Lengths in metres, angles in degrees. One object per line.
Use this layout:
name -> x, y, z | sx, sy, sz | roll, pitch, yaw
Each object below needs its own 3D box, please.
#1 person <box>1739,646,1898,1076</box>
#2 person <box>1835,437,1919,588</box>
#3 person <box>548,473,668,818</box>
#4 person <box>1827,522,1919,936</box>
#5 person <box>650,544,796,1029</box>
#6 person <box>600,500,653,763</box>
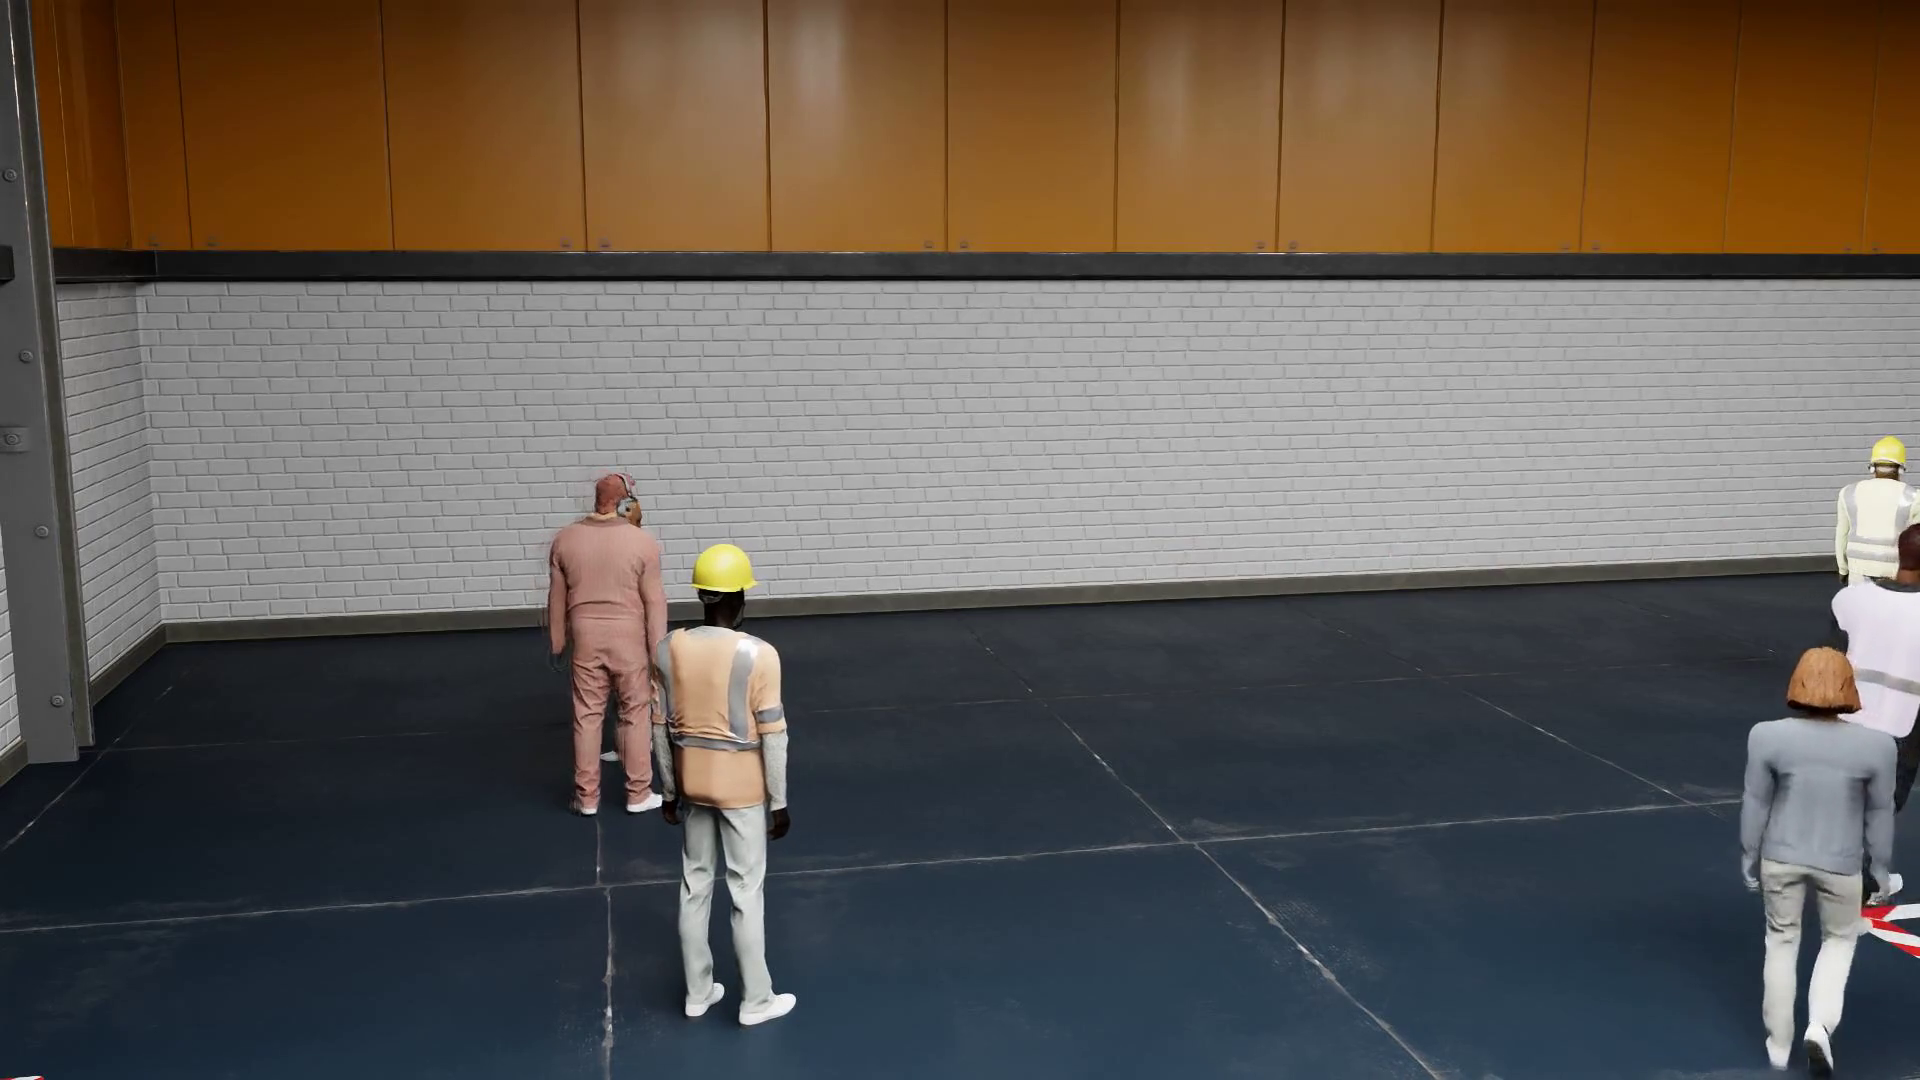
person -> 3.148, 1.199, 6.137 | 0.518, 1.618, 0.422 | 5, 10, 27
person -> 6.441, 0.195, 11.626 | 0.404, 1.831, 0.589 | -9, 13, -44
person -> -1.936, 0.583, 9.136 | 0.709, 1.887, 0.461 | 1, 9, 8
person -> 4.255, 0.843, 7.524 | 0.916, 1.875, 0.596 | -6, 11, -33
person -> -0.937, 0.972, 6.596 | 0.587, 1.928, 0.381 | 4, 10, 24
person -> -2.023, 0.536, 10.128 | 0.308, 1.641, 0.514 | 5, 10, 27
